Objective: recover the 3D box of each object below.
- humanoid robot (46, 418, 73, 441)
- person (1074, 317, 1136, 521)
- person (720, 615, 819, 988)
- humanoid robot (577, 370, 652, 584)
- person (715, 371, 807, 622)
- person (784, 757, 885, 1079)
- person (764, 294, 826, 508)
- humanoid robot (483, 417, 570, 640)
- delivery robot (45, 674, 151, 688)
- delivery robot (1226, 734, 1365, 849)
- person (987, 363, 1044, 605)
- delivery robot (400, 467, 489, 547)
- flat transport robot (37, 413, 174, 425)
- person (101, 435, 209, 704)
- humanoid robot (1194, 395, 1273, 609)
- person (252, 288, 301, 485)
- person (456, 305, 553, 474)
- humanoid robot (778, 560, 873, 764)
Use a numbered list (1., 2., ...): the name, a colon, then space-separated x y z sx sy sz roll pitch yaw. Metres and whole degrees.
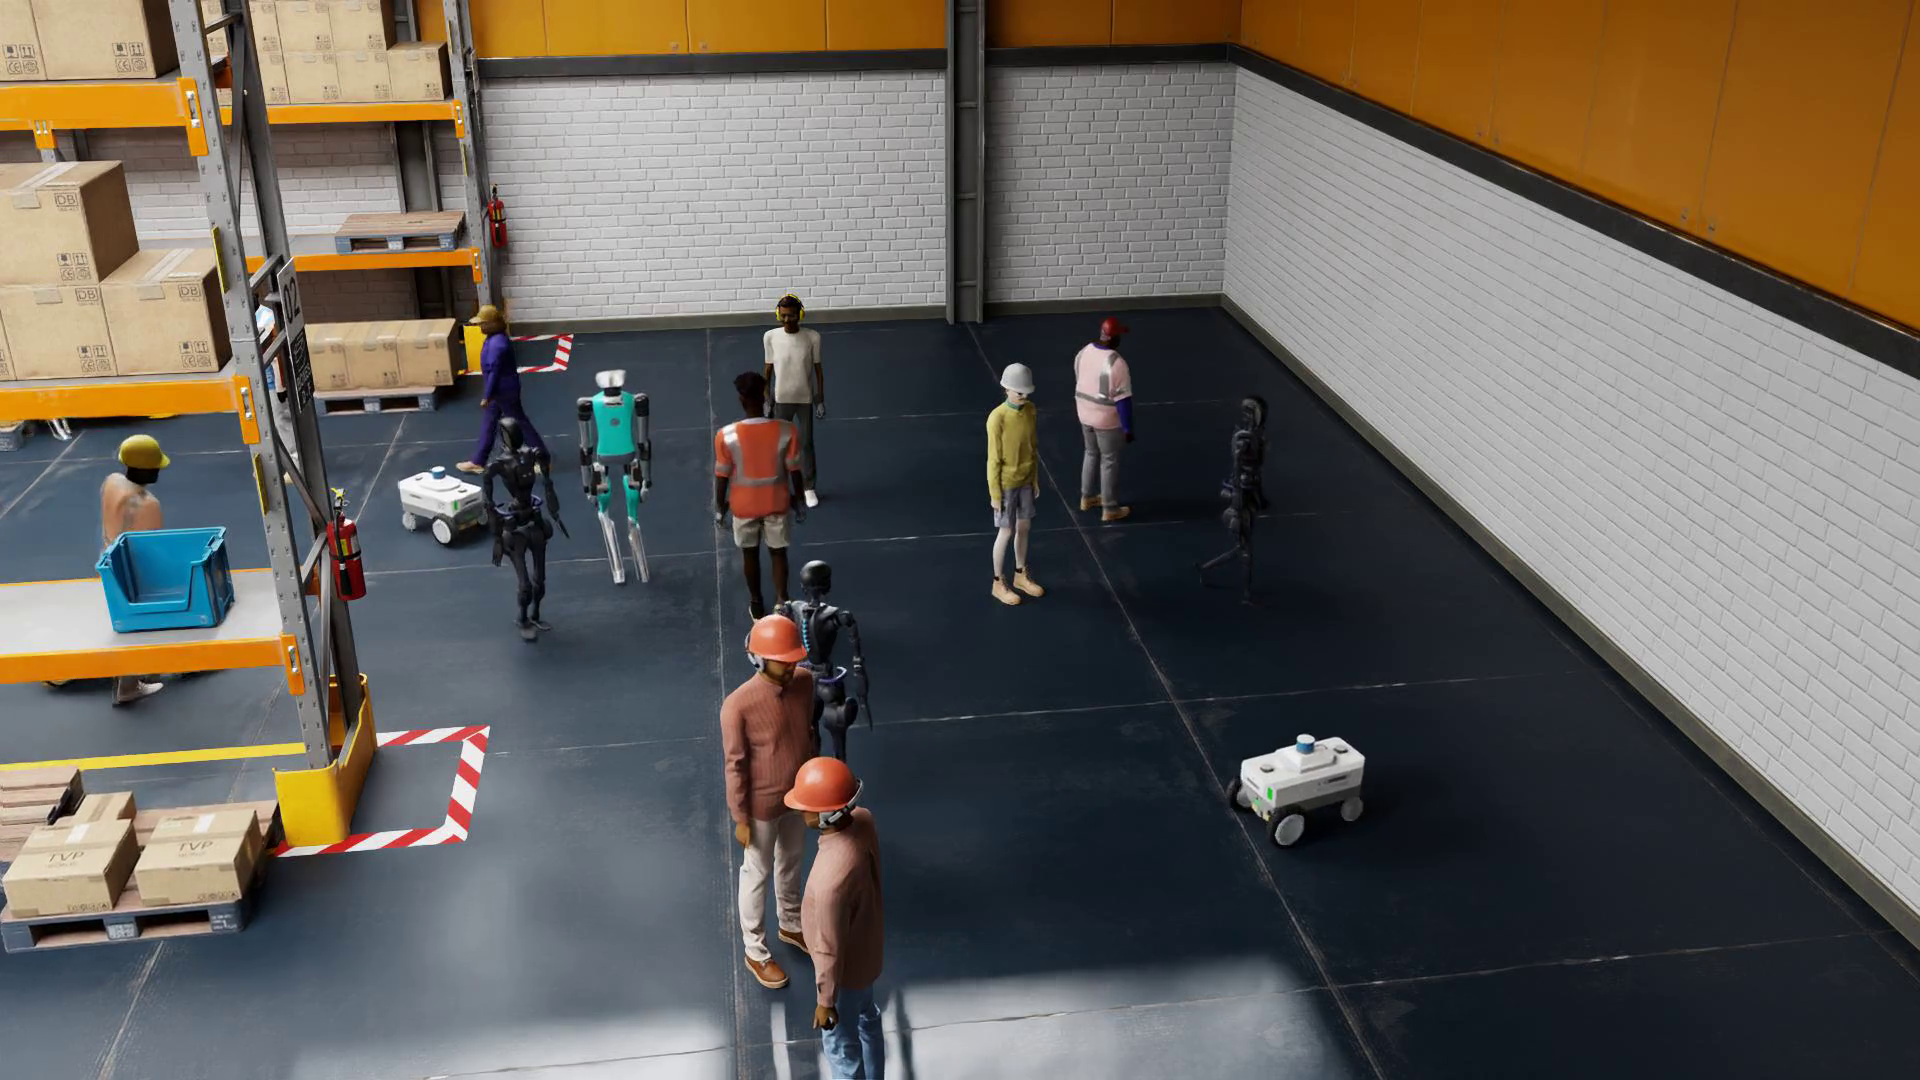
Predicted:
1. humanoid robot: -8.674 -1.795 15.661 0.706 1.784 0.553 14 27 28
2. person: 1.195 -1.003 13.854 0.419 1.748 0.656 -19 30 -37
3. person: -0.913 1.283 8.329 0.377 1.996 0.608 18 29 35
4. humanoid robot: -2.624 -0.467 12.683 0.544 1.841 0.694 -7 25 -16
5. person: -1.416 -0.234 11.866 0.662 1.933 0.666 -5 24 -11
6. person: -0.521 1.802 7.163 0.403 1.986 0.610 4 24 10
7. person: -1.403 -1.171 14.073 0.529 1.869 0.312 0 24 -1
8. humanoid robot: -3.092 -0.095 11.866 0.373 1.652 0.609 20 30 38
9. delivery robot: -5.942 0.696 11.479 0.802 0.613 0.499 0 24 1
10. delivery robot: 1.987 1.432 9.778 0.770 0.595 0.499 -10 26 -22
11. person: 0.391 -0.425 12.372 0.489 1.879 0.412 -22 32 -40
12. delivery robot: -4.278 -0.313 13.744 0.769 0.587 0.499 14 27 29
13. flat transport robot: -8.503 -1.370 16.518 1.431 0.231 0.659 -3 24 -8
14. person: -5.349 0.172 11.017 0.833 1.867 0.622 -20 30 -37
15. humanoid robot: 2.047 -0.307 12.371 0.656 1.635 0.606 13 27 26
16. person: -6.132 -1.391 14.628 0.622 1.836 0.431 14 27 28
17. person: -4.089 -1.322 14.774 0.846 1.575 0.453 -8 25 -17
18. humanoid robot: -0.764 0.869 9.659 0.611 1.642 0.416 10 25 21
